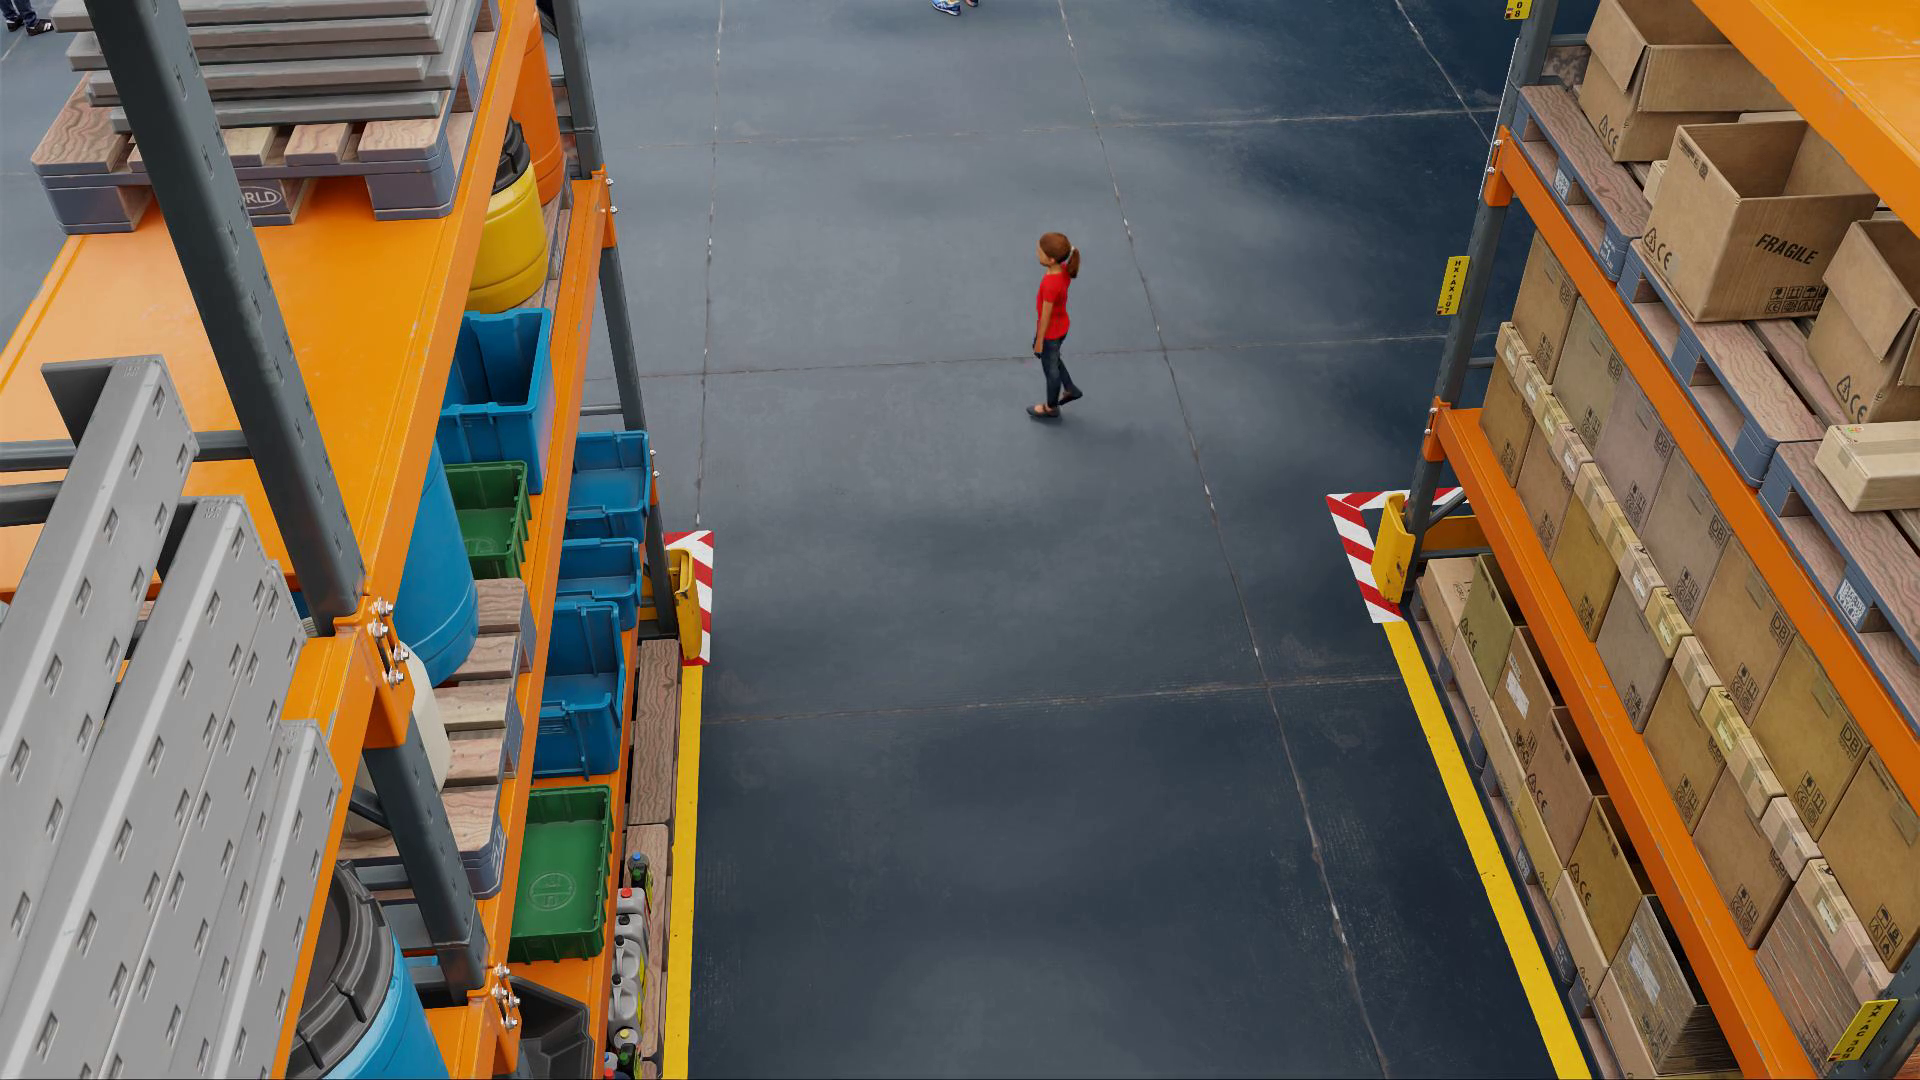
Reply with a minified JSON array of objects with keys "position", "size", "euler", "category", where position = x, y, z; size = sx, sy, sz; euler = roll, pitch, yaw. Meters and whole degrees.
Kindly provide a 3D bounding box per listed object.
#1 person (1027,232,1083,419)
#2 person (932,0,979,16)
[{"position":[0.617,-1.260,9.942],"size":[0.642,1.305,0.577],"euler":[11,43,12],"category":"person"},{"position":[-0.002,-5.418,14.100],"size":[0.705,1.869,0.746],"euler":[-32,51,-30],"category":"person"}]
